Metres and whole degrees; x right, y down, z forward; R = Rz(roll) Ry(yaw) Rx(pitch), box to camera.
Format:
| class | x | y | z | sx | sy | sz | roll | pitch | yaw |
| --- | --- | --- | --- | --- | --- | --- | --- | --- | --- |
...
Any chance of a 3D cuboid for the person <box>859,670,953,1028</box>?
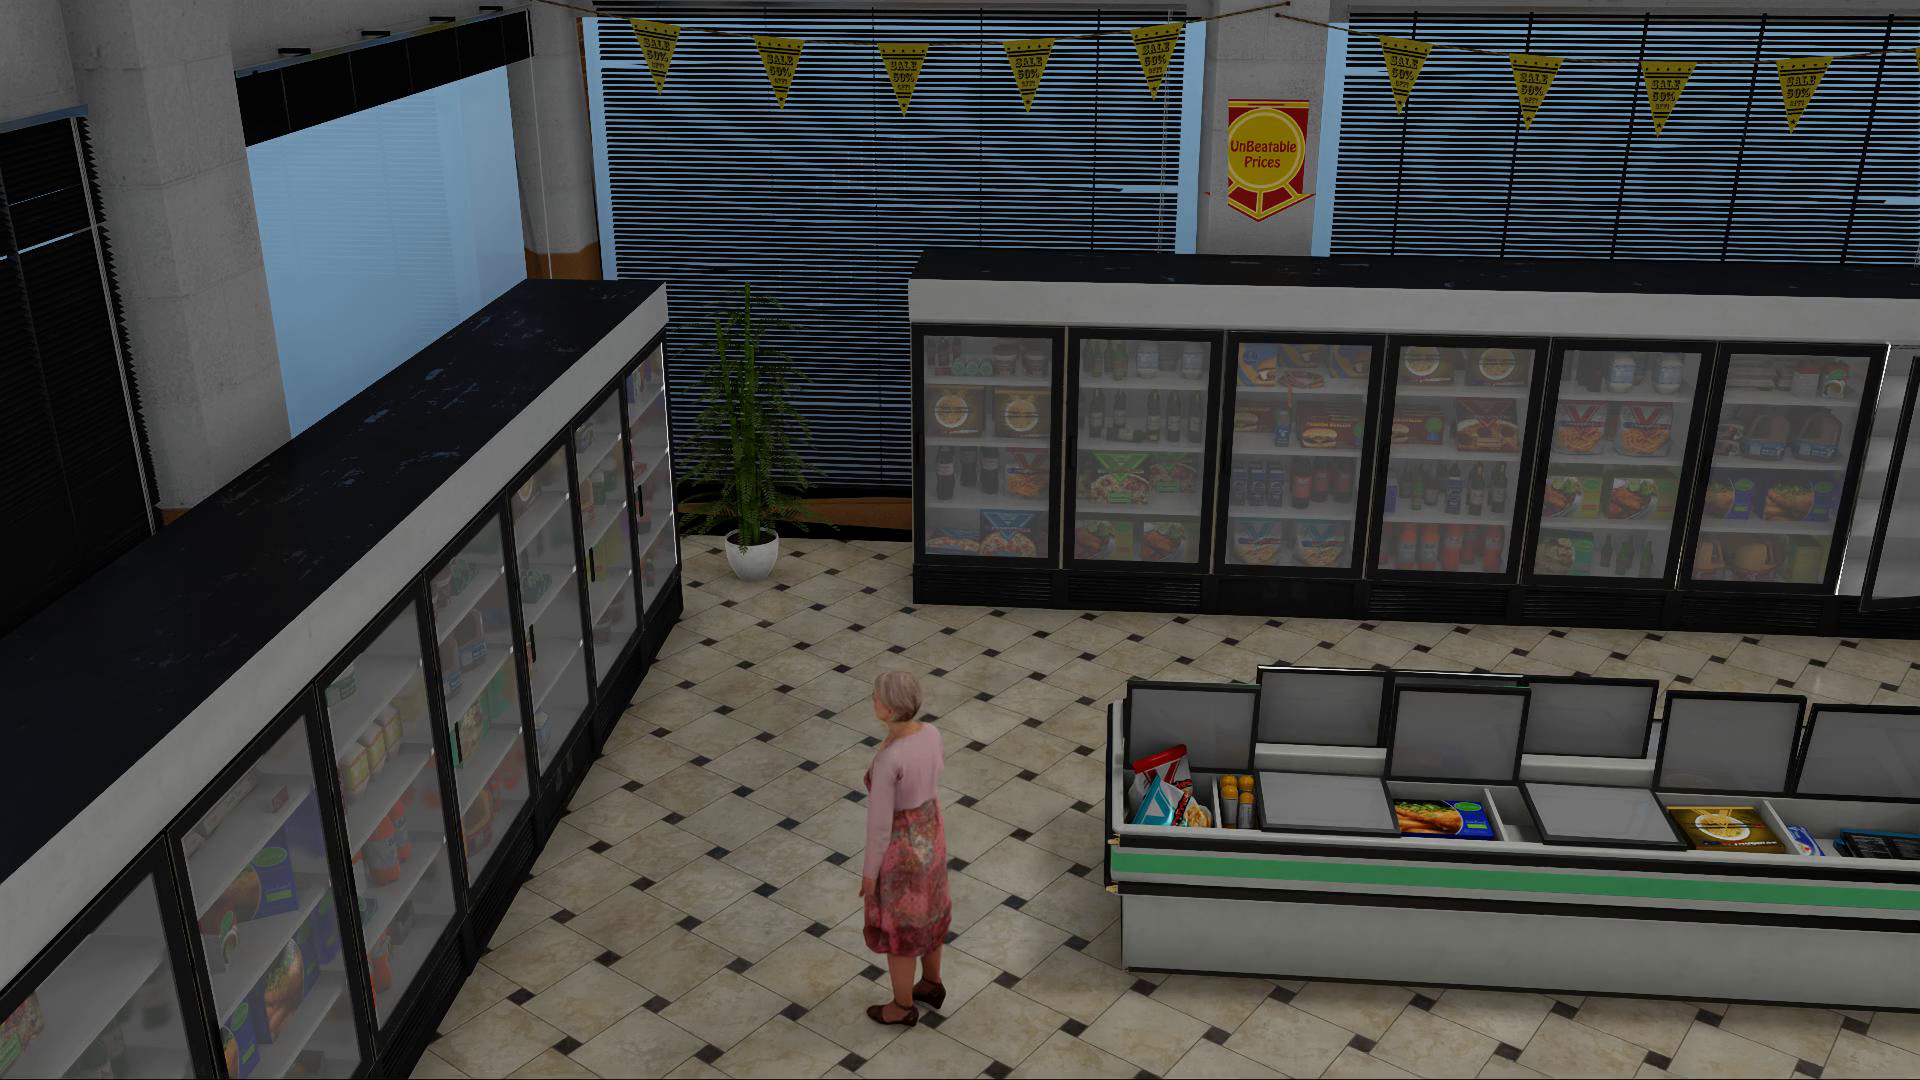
| class | x | y | z | sx | sy | sz | roll | pitch | yaw |
| --- | --- | --- | --- | --- | --- | --- | --- | --- | --- |
| person | -0.207 | 1.323 | 7.121 | 0.705 | 1.692 | 0.686 | 13 | 25 | 30 |
